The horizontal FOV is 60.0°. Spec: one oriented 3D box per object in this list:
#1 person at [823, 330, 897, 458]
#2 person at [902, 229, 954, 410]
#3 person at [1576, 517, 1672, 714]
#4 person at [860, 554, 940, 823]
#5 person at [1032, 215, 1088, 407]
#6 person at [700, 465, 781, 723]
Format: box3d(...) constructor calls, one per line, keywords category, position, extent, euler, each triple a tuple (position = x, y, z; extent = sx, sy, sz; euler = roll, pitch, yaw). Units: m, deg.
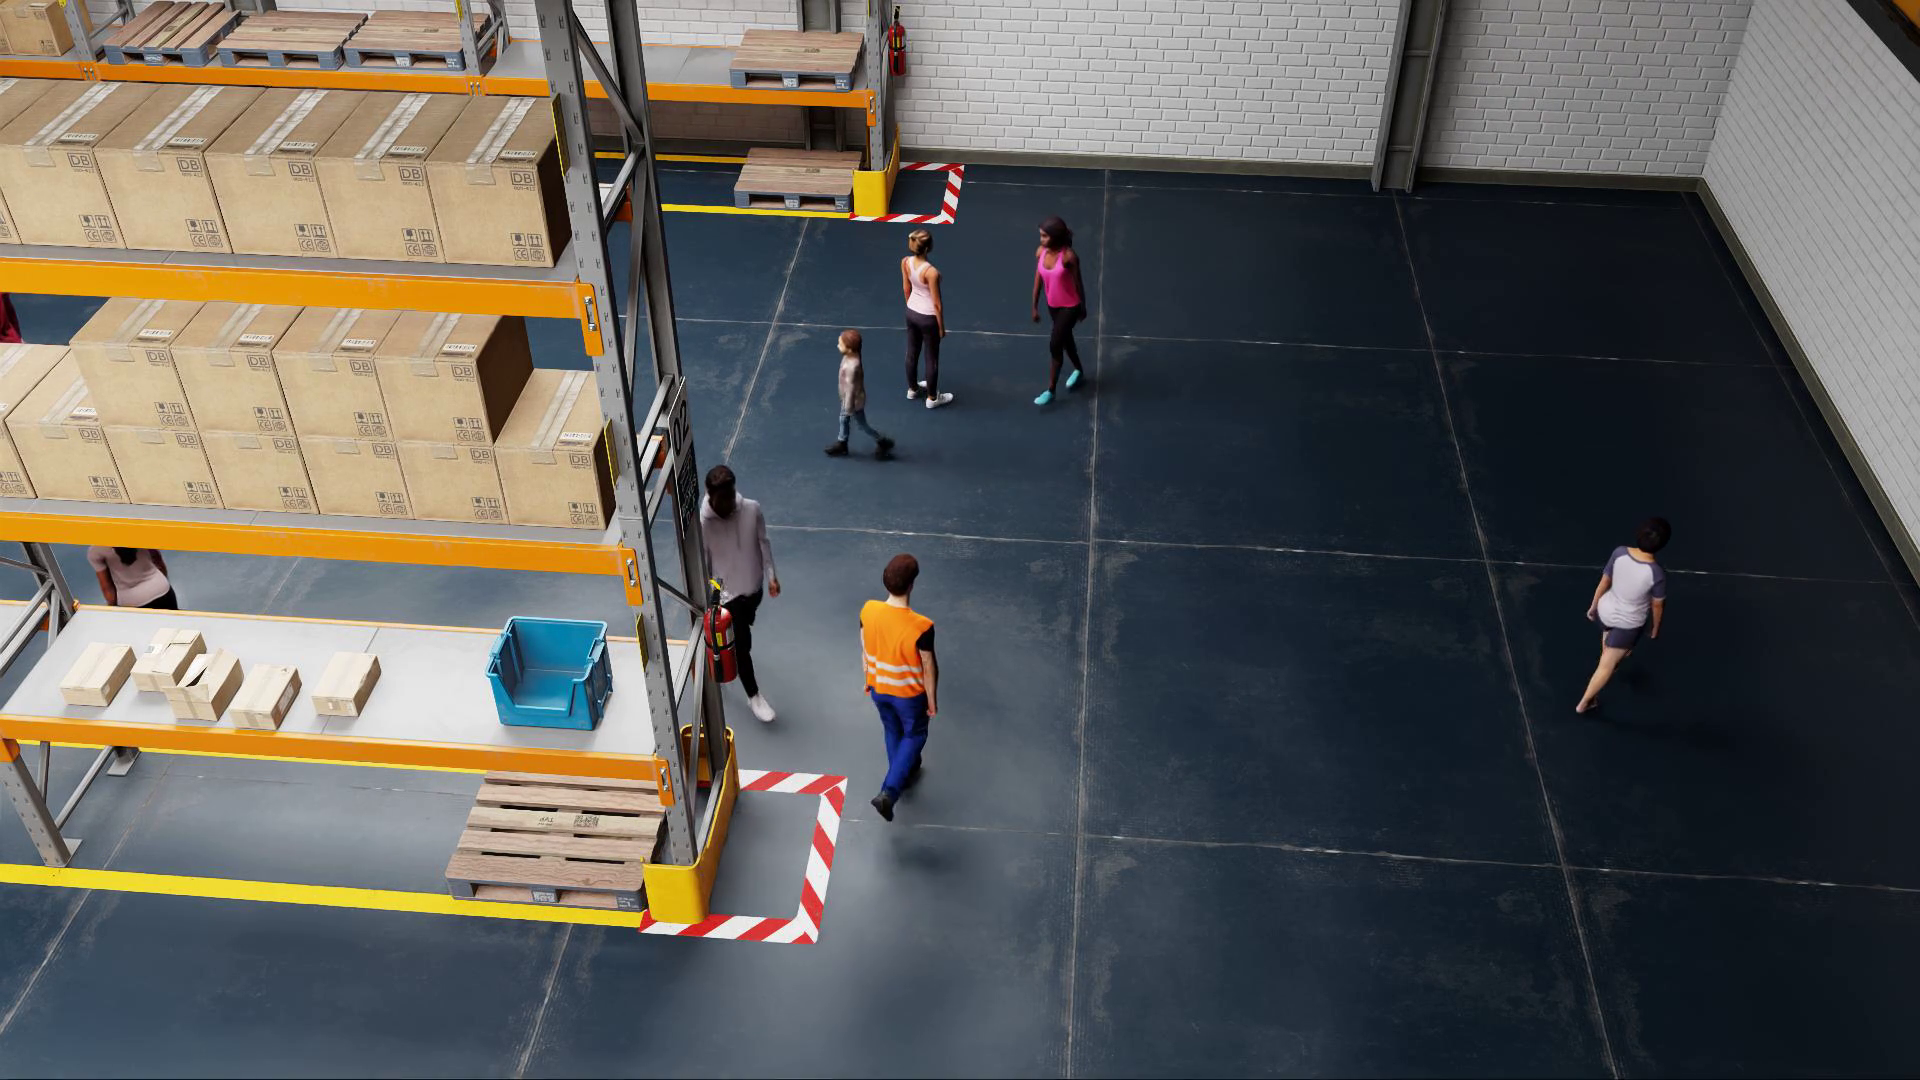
box3d(category="person", position=(-0.804, -1.151, 13.325), extent=(0.830, 1.179, 0.531), euler=(0, 39, -1))
box3d(category="person", position=(-0.309, -1.852, 13.834), extent=(0.650, 1.640, 0.725), euler=(30, 47, 32))
box3d(category="person", position=(4.321, 0.524, 10.945), extent=(1.016, 1.533, 0.929), euler=(-25, 45, -28))
box3d(category="person", position=(-0.414, 0.948, 10.149), extent=(1.025, 1.862, 0.937), euler=(17, 42, 20))
box3d(category="person", position=(0.923, -1.968, 13.953), extent=(0.937, 1.673, 0.946), euler=(23, 44, 27))
box3d(category="person", position=(-1.529, 0.244, 11.003), extent=(1.187, 1.897, 1.247), euler=(-28, 46, -31))
